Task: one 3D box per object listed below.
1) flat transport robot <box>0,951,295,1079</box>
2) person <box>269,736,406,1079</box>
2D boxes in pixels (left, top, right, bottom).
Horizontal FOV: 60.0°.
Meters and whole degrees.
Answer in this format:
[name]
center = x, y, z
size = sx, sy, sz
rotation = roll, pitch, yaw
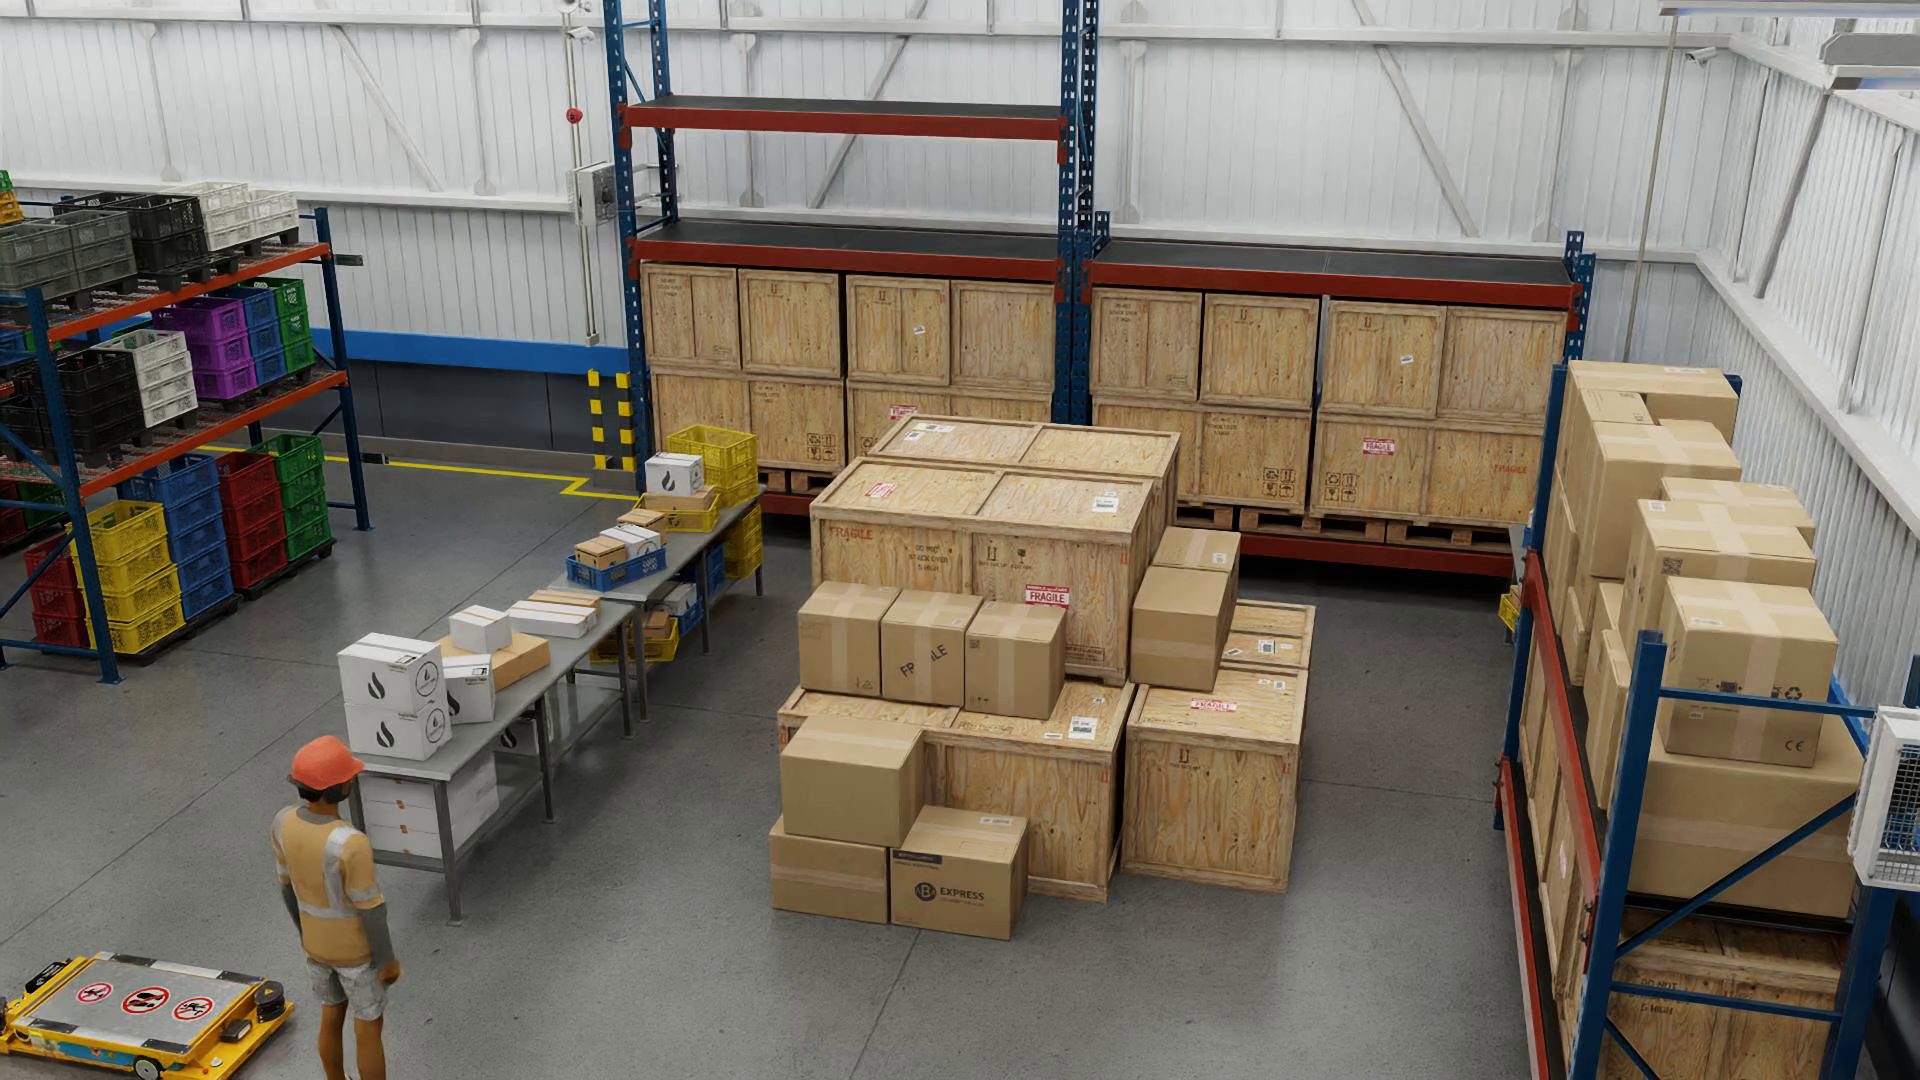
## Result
[flat transport robot]
center = -4.270, 2.464, 8.601
size = 1.431, 0.231, 0.659
rotation = 5, 22, 13
[person]
center = -2.852, 1.845, 7.736
size = 0.605, 2.045, 0.385
rotation = 12, 24, 29
